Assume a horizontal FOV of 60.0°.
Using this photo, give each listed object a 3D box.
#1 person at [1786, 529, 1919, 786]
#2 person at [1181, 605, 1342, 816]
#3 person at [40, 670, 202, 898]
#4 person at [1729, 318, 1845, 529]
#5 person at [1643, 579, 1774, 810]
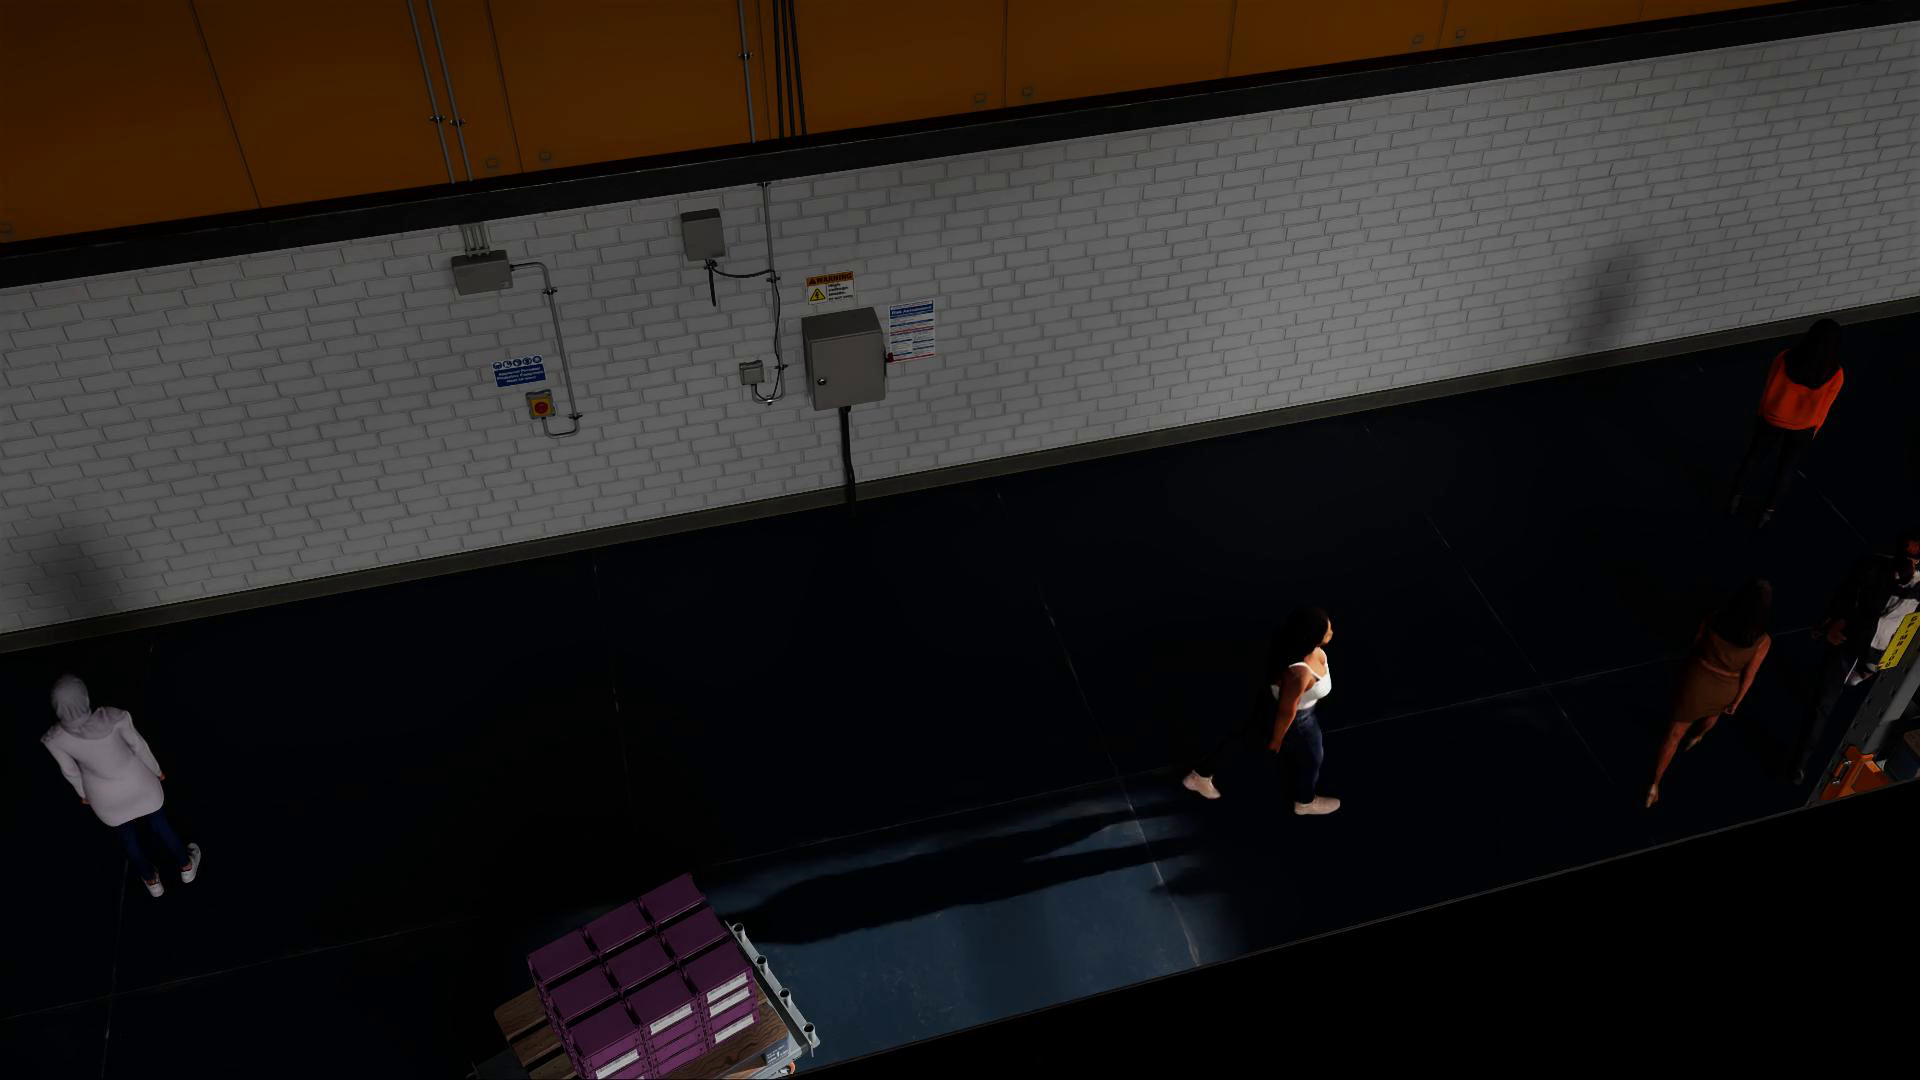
[{"bbox_3d":[5.518,0.571,10.148,1.180,1.847,1.316,17,46,17],"label":"person"},{"bbox_3d":[1.795,1.017,9.738,0.875,1.768,1.195,-1,44,-1],"label":"person"},{"bbox_3d":[-4.723,1.381,9.350,0.647,1.776,0.585,-19,47,-19],"label":"person"},{"bbox_3d":[5.809,-0.820,11.679,0.674,1.750,0.765,30,51,28],"label":"person"},{"bbox_3d":[4.422,0.933,9.918,1.064,1.641,1.068,25,49,24],"label":"person"}]
